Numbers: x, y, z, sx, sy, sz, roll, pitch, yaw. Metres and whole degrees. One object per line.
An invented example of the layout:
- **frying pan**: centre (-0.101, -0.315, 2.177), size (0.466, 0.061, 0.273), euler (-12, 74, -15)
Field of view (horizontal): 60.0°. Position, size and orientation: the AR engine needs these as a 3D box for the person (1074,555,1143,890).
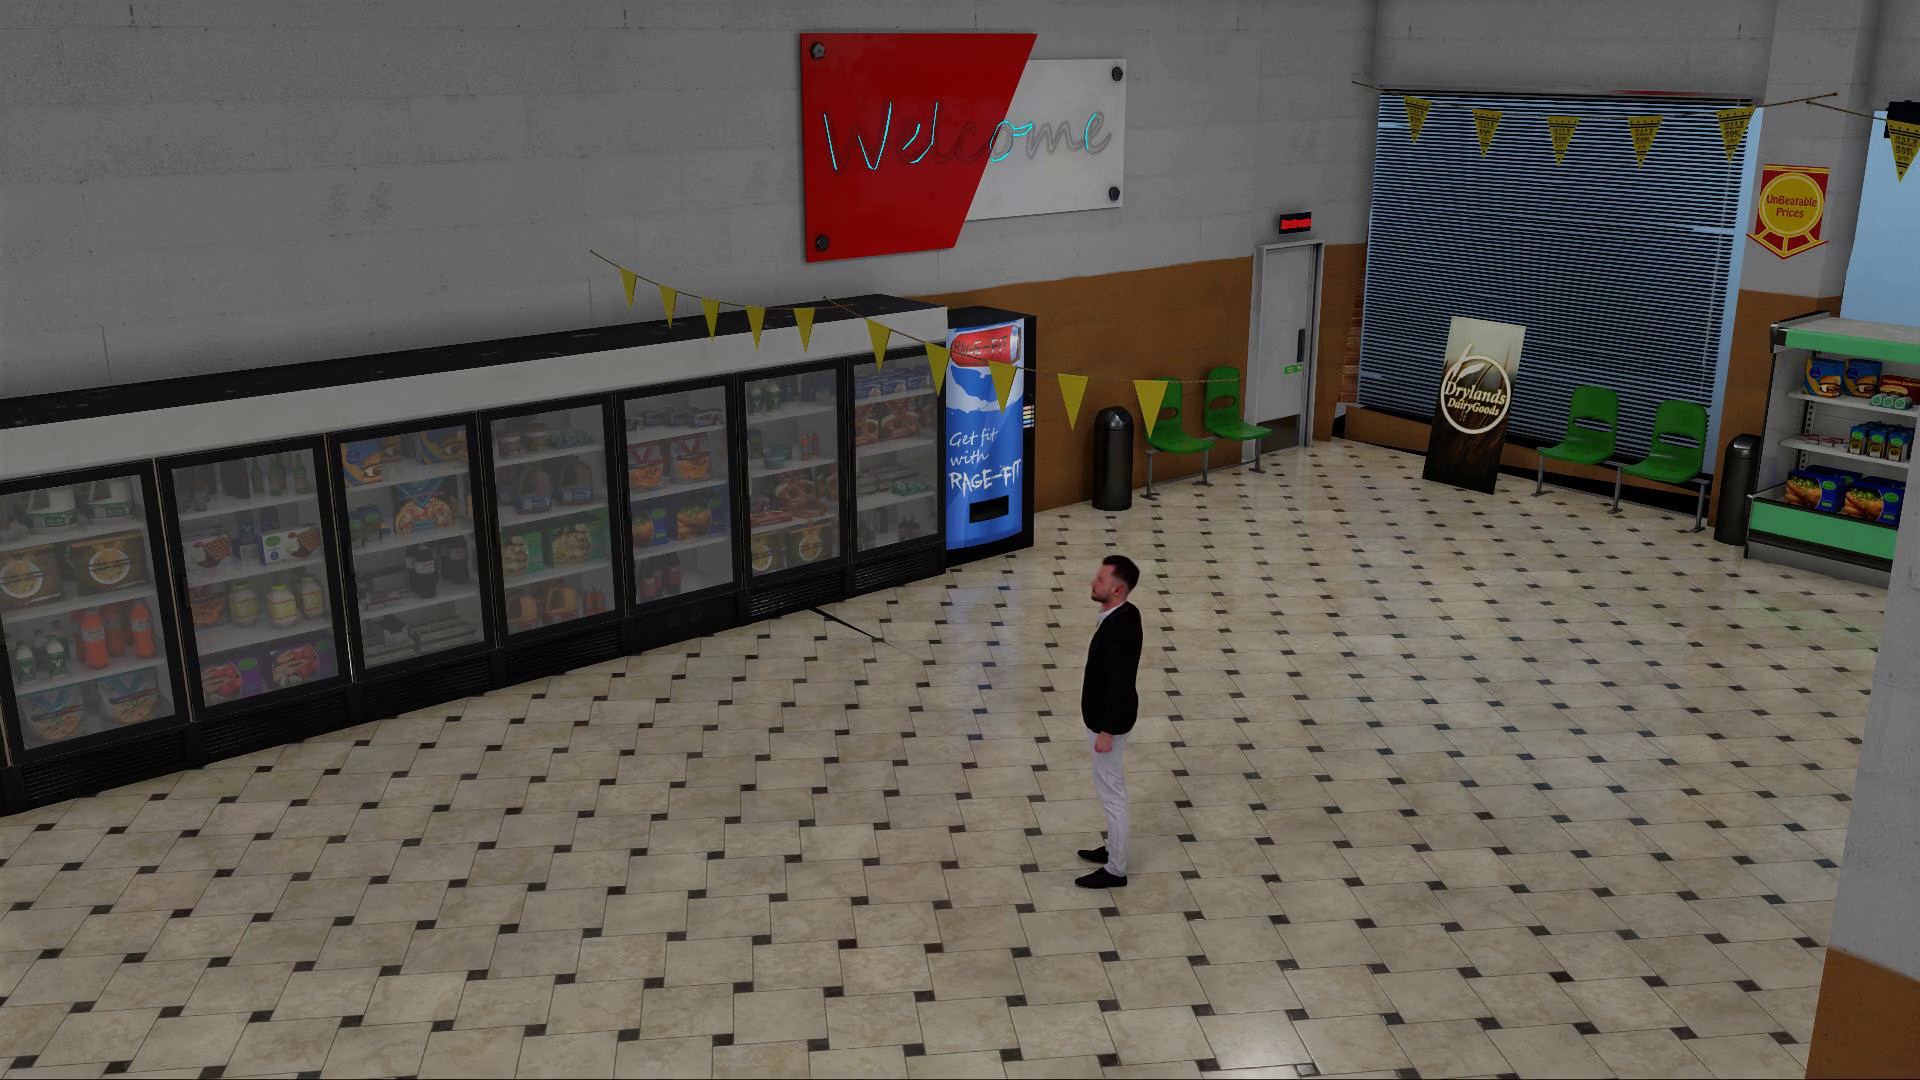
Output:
- **person**: centre (0.821, 0.960, 8.875), size (0.778, 1.845, 0.738), euler (3, 17, 9)
